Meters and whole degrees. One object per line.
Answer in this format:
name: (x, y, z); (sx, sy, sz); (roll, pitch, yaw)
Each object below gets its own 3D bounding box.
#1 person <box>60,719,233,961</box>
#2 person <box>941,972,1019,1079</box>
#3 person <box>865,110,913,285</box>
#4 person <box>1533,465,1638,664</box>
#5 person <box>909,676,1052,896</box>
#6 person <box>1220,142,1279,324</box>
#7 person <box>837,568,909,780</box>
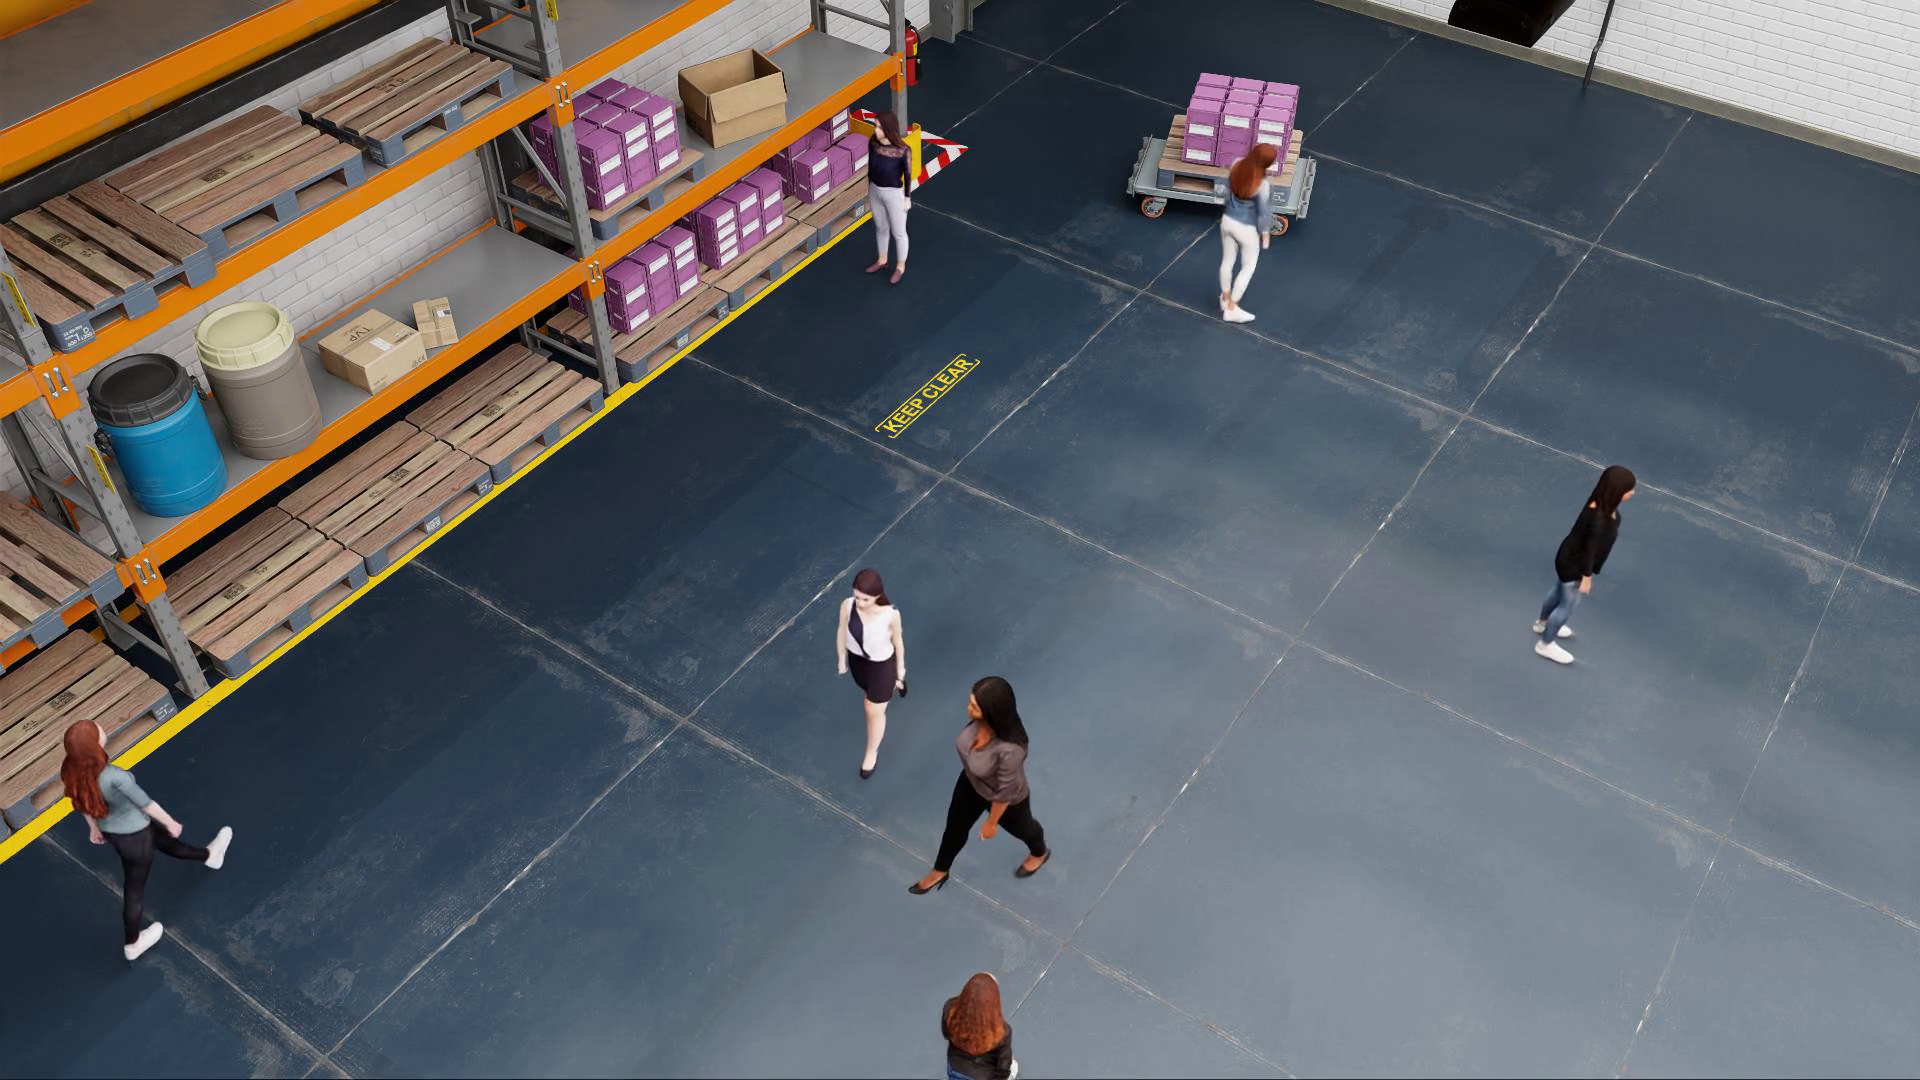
person: (-4.696, 1.710, 9.310); (0.776, 1.689, 1.198); (16, 46, 16)
person: (0.048, 2.709, 8.437); (0.729, 1.445, 1.024); (15, 46, 15)
person: (-0.621, -2.944, 14.254); (0.596, 1.607, 0.507); (27, 50, 25)
person: (4.101, 0.120, 11.013); (0.675, 1.641, 0.547); (12, 45, 12)
person: (0.301, 1.418, 9.538); (1.225, 1.796, 1.011); (-19, 47, -19)
person: (2.323, -2.606, 13.852); (0.724, 1.671, 0.679); (25, 49, 24)
person: (-0.513, 0.730, 10.386); (0.791, 1.623, 1.082); (9, 44, 9)
